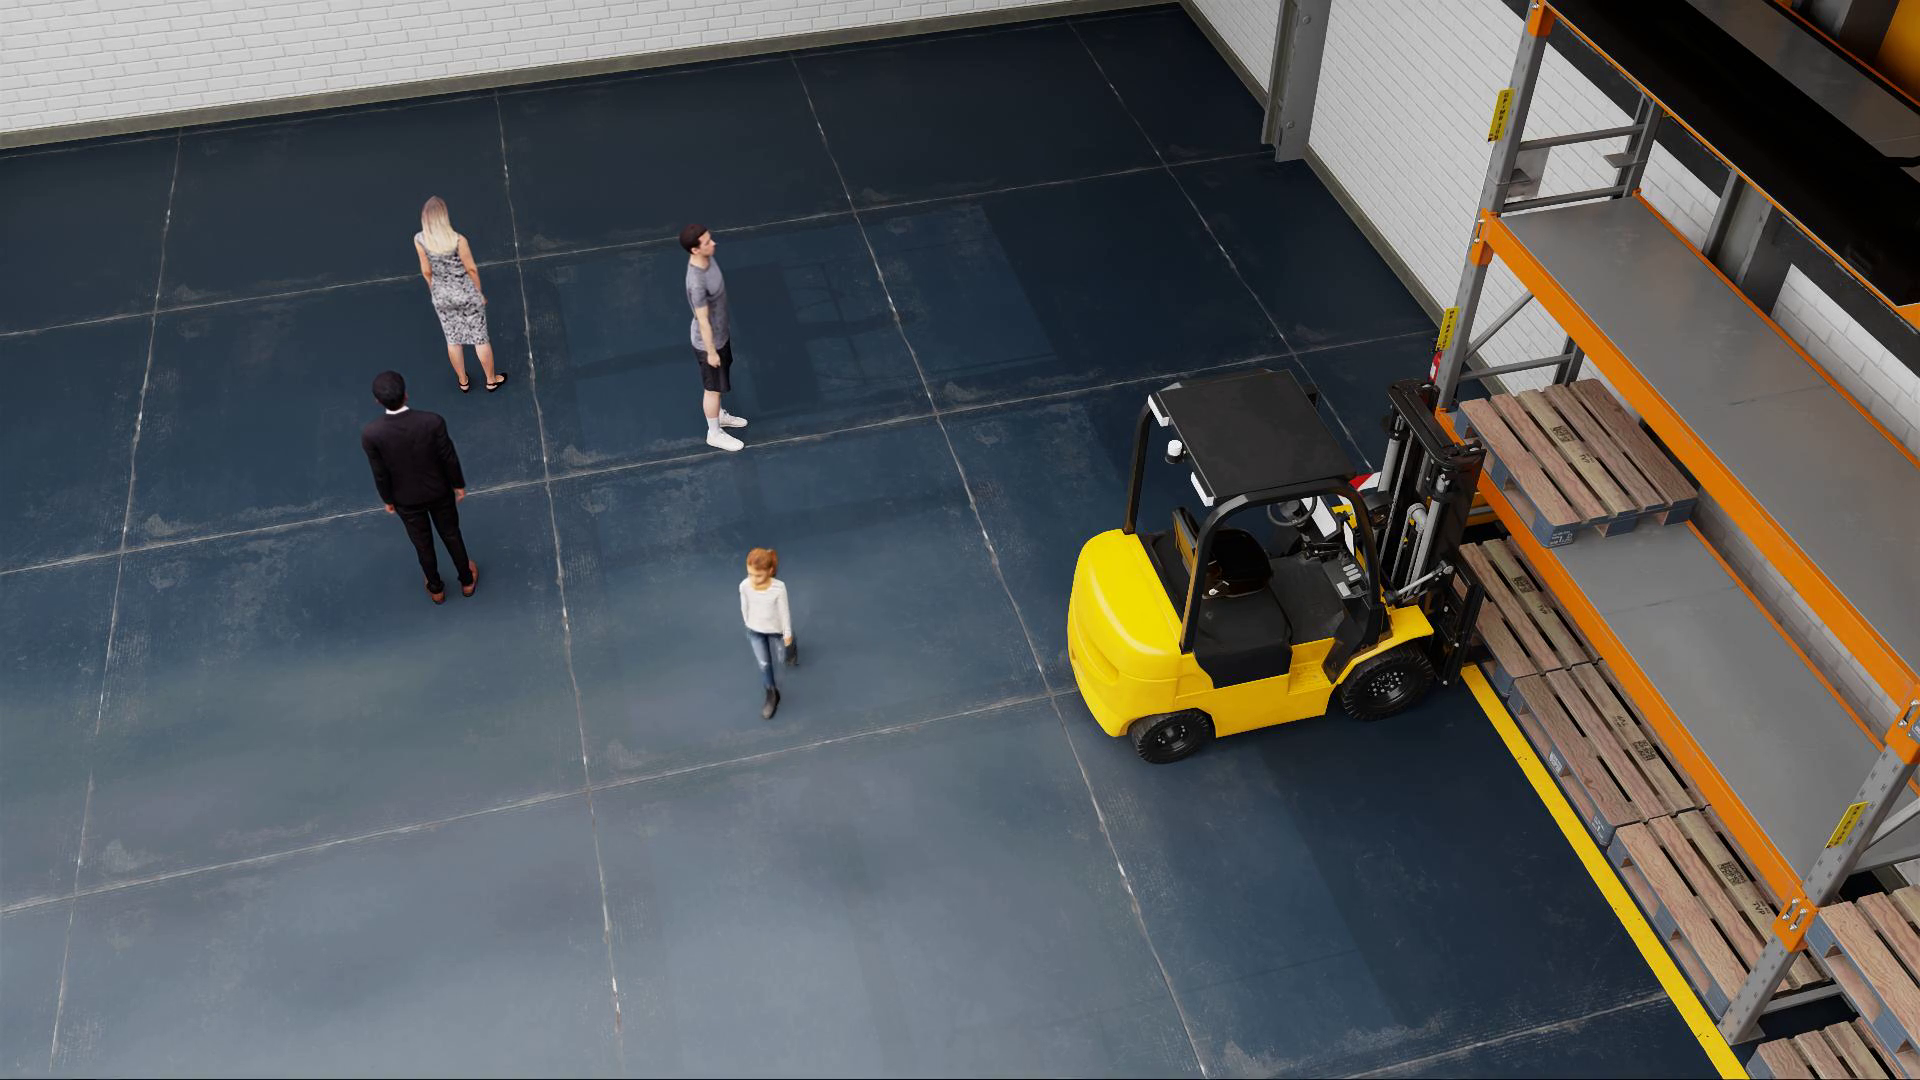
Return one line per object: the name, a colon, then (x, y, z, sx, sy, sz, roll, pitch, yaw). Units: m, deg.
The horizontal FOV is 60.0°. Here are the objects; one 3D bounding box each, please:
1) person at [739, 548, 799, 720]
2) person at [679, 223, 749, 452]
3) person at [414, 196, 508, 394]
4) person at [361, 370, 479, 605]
person: (-1.178, 0.512, 10.456, 0.681, 1.307, 0.855, 8, 44, 9)
person: (-1.836, -1.505, 12.165, 0.775, 1.871, 0.600, 1, 44, 1)
person: (-3.829, -1.840, 12.637, 0.625, 1.705, 0.599, 3, 44, 3)
person: (-3.541, -0.333, 10.926, 0.712, 1.884, 0.568, -14, 45, -14)
